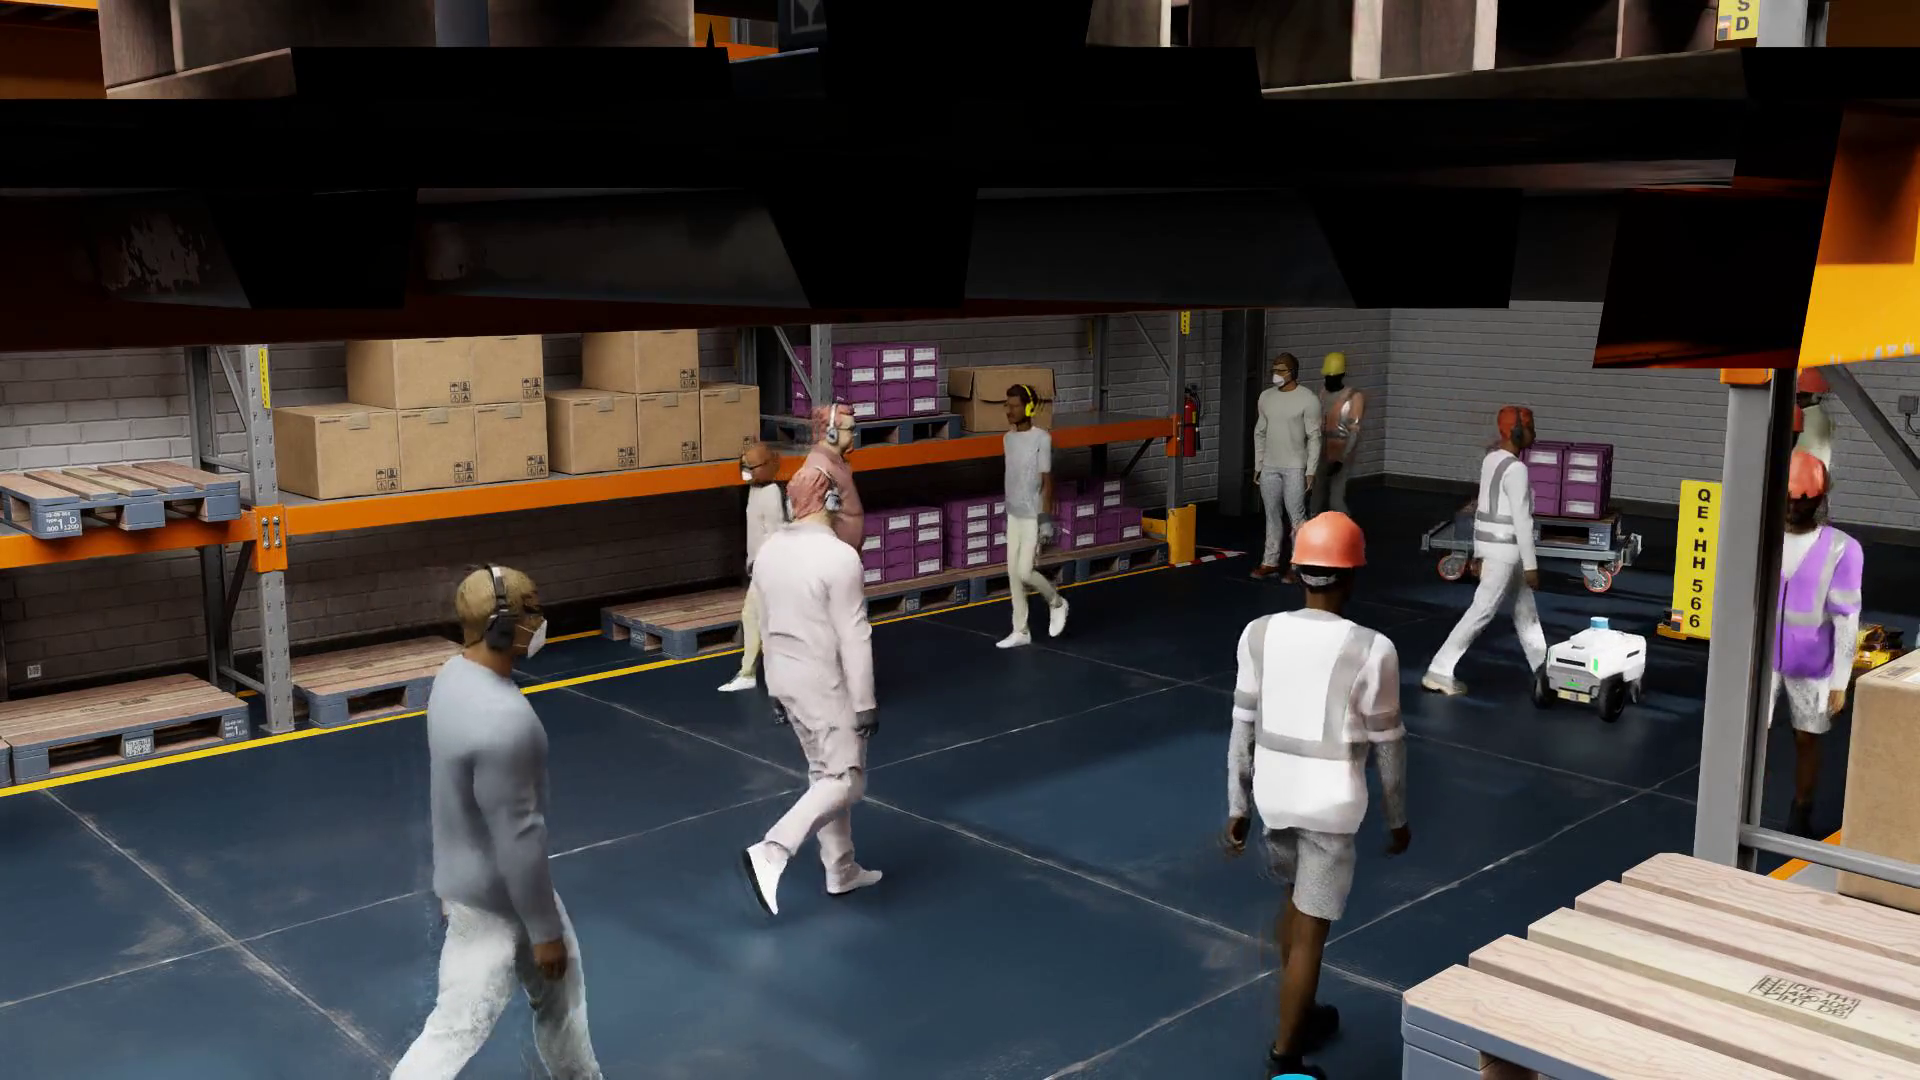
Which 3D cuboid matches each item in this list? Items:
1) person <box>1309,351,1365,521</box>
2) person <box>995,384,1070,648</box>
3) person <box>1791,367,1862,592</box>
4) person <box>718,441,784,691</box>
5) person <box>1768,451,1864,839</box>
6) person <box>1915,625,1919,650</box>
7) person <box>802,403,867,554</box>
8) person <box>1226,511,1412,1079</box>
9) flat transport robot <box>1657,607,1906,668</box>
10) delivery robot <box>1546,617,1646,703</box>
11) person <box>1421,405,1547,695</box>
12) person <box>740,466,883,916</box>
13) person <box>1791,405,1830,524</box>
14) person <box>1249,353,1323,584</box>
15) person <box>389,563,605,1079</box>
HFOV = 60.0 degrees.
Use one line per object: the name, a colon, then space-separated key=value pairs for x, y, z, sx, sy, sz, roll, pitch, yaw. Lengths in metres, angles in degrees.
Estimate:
person: x=3.356 y=-0.739 z=14.878 sx=0.586 sy=1.898 sz=0.601 roll=-8 pitch=12 yaw=-39
person: x=0.496 y=-0.166 z=11.631 sx=0.488 sy=1.861 sz=0.539 roll=-8 pitch=12 yaw=-38
person: x=6.254 y=-0.334 z=12.357 sx=0.815 sy=1.948 sz=0.633 roll=7 pitch=12 yaw=34
person: x=-1.137 y=0.159 z=10.500 sx=0.765 sy=1.602 sz=0.516 roll=-3 pitch=10 yaw=-15
person: x=3.685 y=0.545 z=7.420 sx=0.552 sy=1.877 sz=0.999 roll=8 pitch=12 yaw=37
person: x=5.575 y=0.268 z=9.239 sx=0.743 sy=1.801 sz=0.601 roll=-6 pitch=11 yaw=-31
person: x=-0.755 y=0.139 z=9.785 sx=0.436 sy=1.892 sz=0.643 roll=-1 pitch=10 yaw=-4
person: x=1.204 y=0.860 z=5.491 sx=0.553 sy=1.905 sz=0.812 roll=9 pitch=13 yaw=44
flat transport robot: x=5.708 y=0.636 z=11.589 sx=0.652 sy=0.197 sz=1.431 roll=-9 pitch=13 yaw=-42
delivery robot: x=3.853 y=0.709 z=10.056 sx=0.707 sy=0.478 sz=0.477 roll=-9 pitch=13 yaw=-44
person: x=3.383 y=0.075 z=10.350 sx=1.020 sy=1.834 sz=0.582 roll=1 pitch=10 yaw=6
person: x=-0.634 y=0.632 z=6.952 sx=0.701 sy=1.870 sz=0.702 roll=-7 pitch=12 yaw=-37
person: x=4.808 y=0.126 z=9.838 sx=0.545 sy=1.884 sz=0.981 roll=6 pitch=12 yaw=33
person: x=2.731 y=-0.601 z=13.958 sx=0.353 sy=1.937 sz=0.635 roll=-9 pitch=13 yaw=-43
person: x=-1.348 y=1.000 z=4.737 sx=1.003 sy=1.896 sz=0.646 roll=-4 pitch=11 yaw=-23
